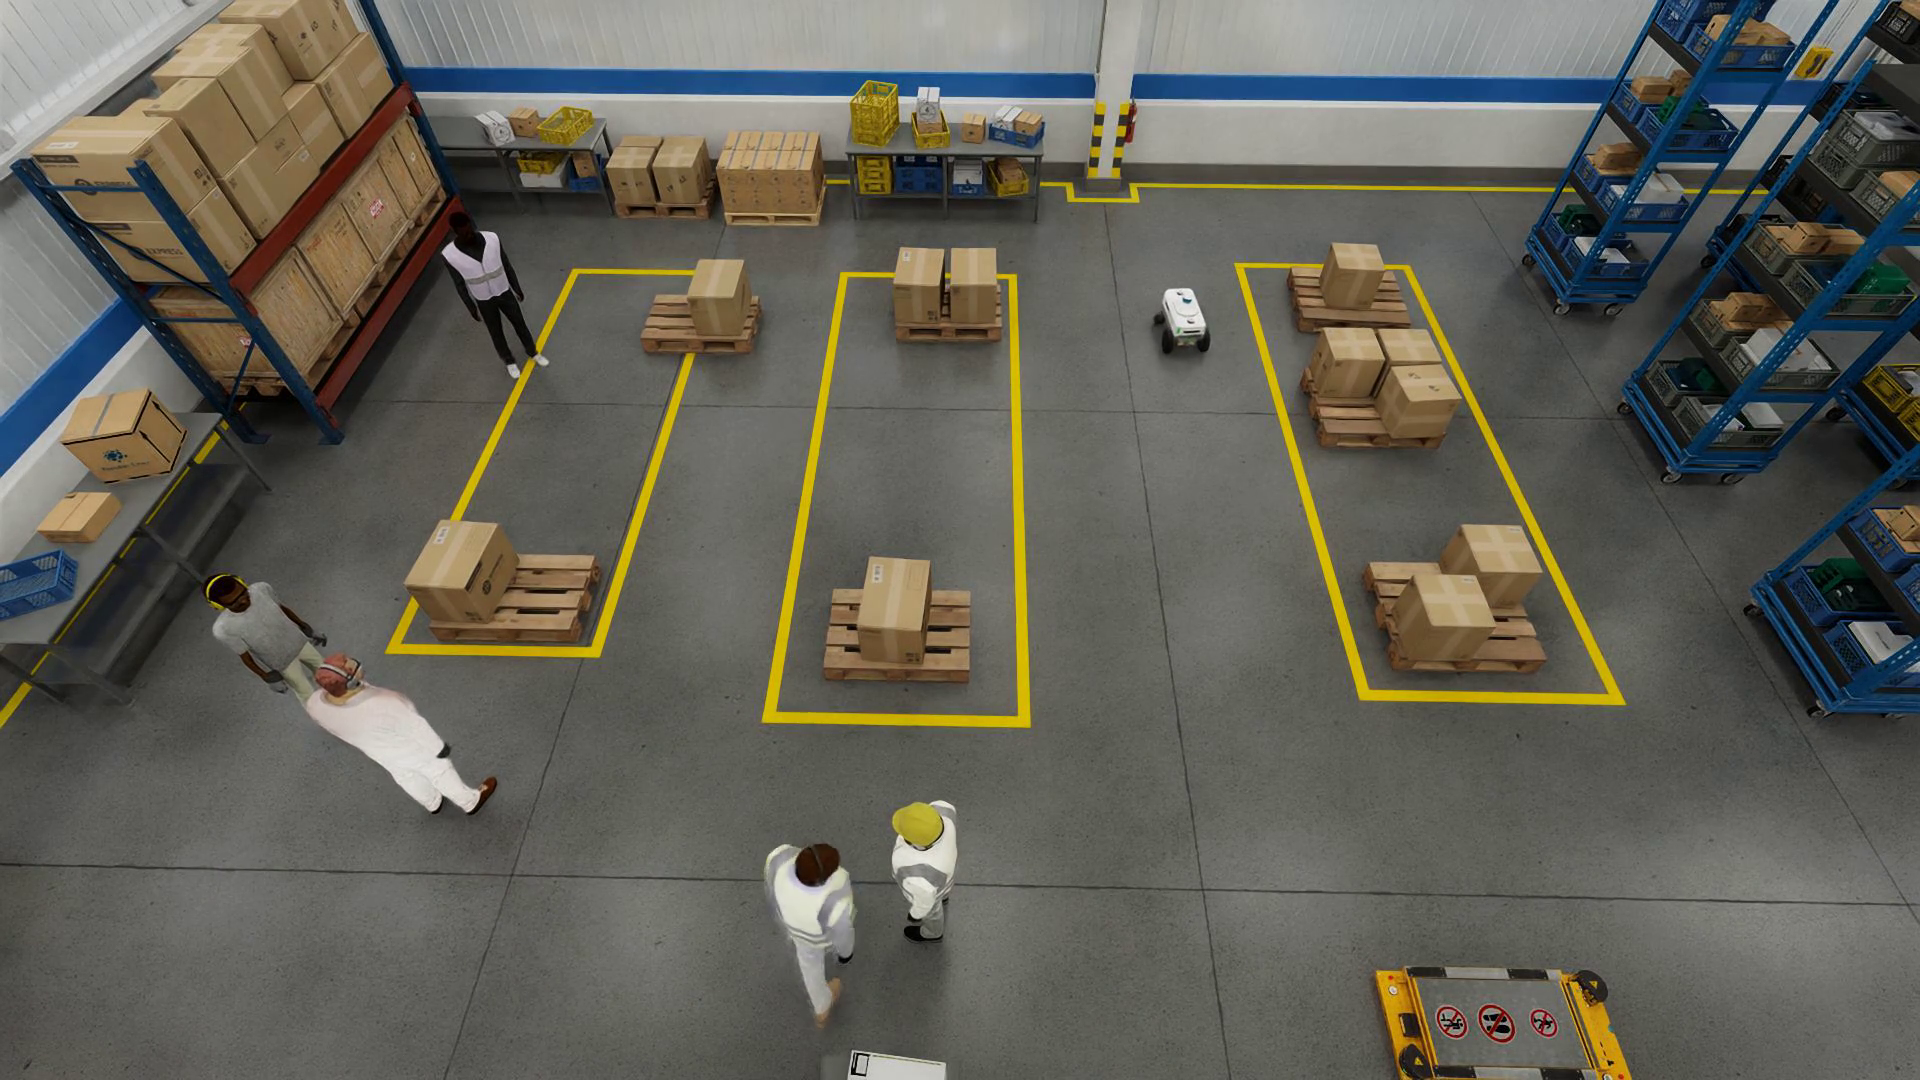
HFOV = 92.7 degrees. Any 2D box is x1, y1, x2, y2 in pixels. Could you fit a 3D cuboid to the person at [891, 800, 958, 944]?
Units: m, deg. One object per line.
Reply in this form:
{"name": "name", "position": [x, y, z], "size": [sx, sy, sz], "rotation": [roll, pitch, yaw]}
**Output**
{"name": "person", "position": [-0.221, 2.088, 5.766], "size": [0.403, 1.833, 0.586], "rotation": [9, 51, 7]}

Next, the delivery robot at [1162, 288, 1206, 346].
{"name": "delivery robot", "position": [2.516, -2.535, 10.295], "size": [0.477, 0.478, 0.707], "rotation": [-3, 51, -3]}

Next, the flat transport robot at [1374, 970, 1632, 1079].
{"name": "flat transport robot", "position": [3.501, 3.133, 5.914], "size": [1.431, 0.197, 0.652], "rotation": [1, 51, 1]}

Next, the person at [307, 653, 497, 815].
{"name": "person", "position": [-3.850, 1.363, 6.310], "size": [0.643, 1.908, 0.399], "rotation": [5, 51, 4]}

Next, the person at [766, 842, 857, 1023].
{"name": "person", "position": [-0.875, 2.315, 5.616], "size": [0.602, 1.784, 0.901], "rotation": [14, 52, 11]}

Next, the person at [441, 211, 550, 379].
{"name": "person", "position": [-4.844, -2.547, 9.496], "size": [0.591, 1.910, 0.378], "rotation": [-36, 59, -25]}

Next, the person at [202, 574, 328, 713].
{"name": "person", "position": [-4.936, 0.841, 6.759], "size": [0.309, 1.868, 0.535], "rotation": [8, 51, 7]}
